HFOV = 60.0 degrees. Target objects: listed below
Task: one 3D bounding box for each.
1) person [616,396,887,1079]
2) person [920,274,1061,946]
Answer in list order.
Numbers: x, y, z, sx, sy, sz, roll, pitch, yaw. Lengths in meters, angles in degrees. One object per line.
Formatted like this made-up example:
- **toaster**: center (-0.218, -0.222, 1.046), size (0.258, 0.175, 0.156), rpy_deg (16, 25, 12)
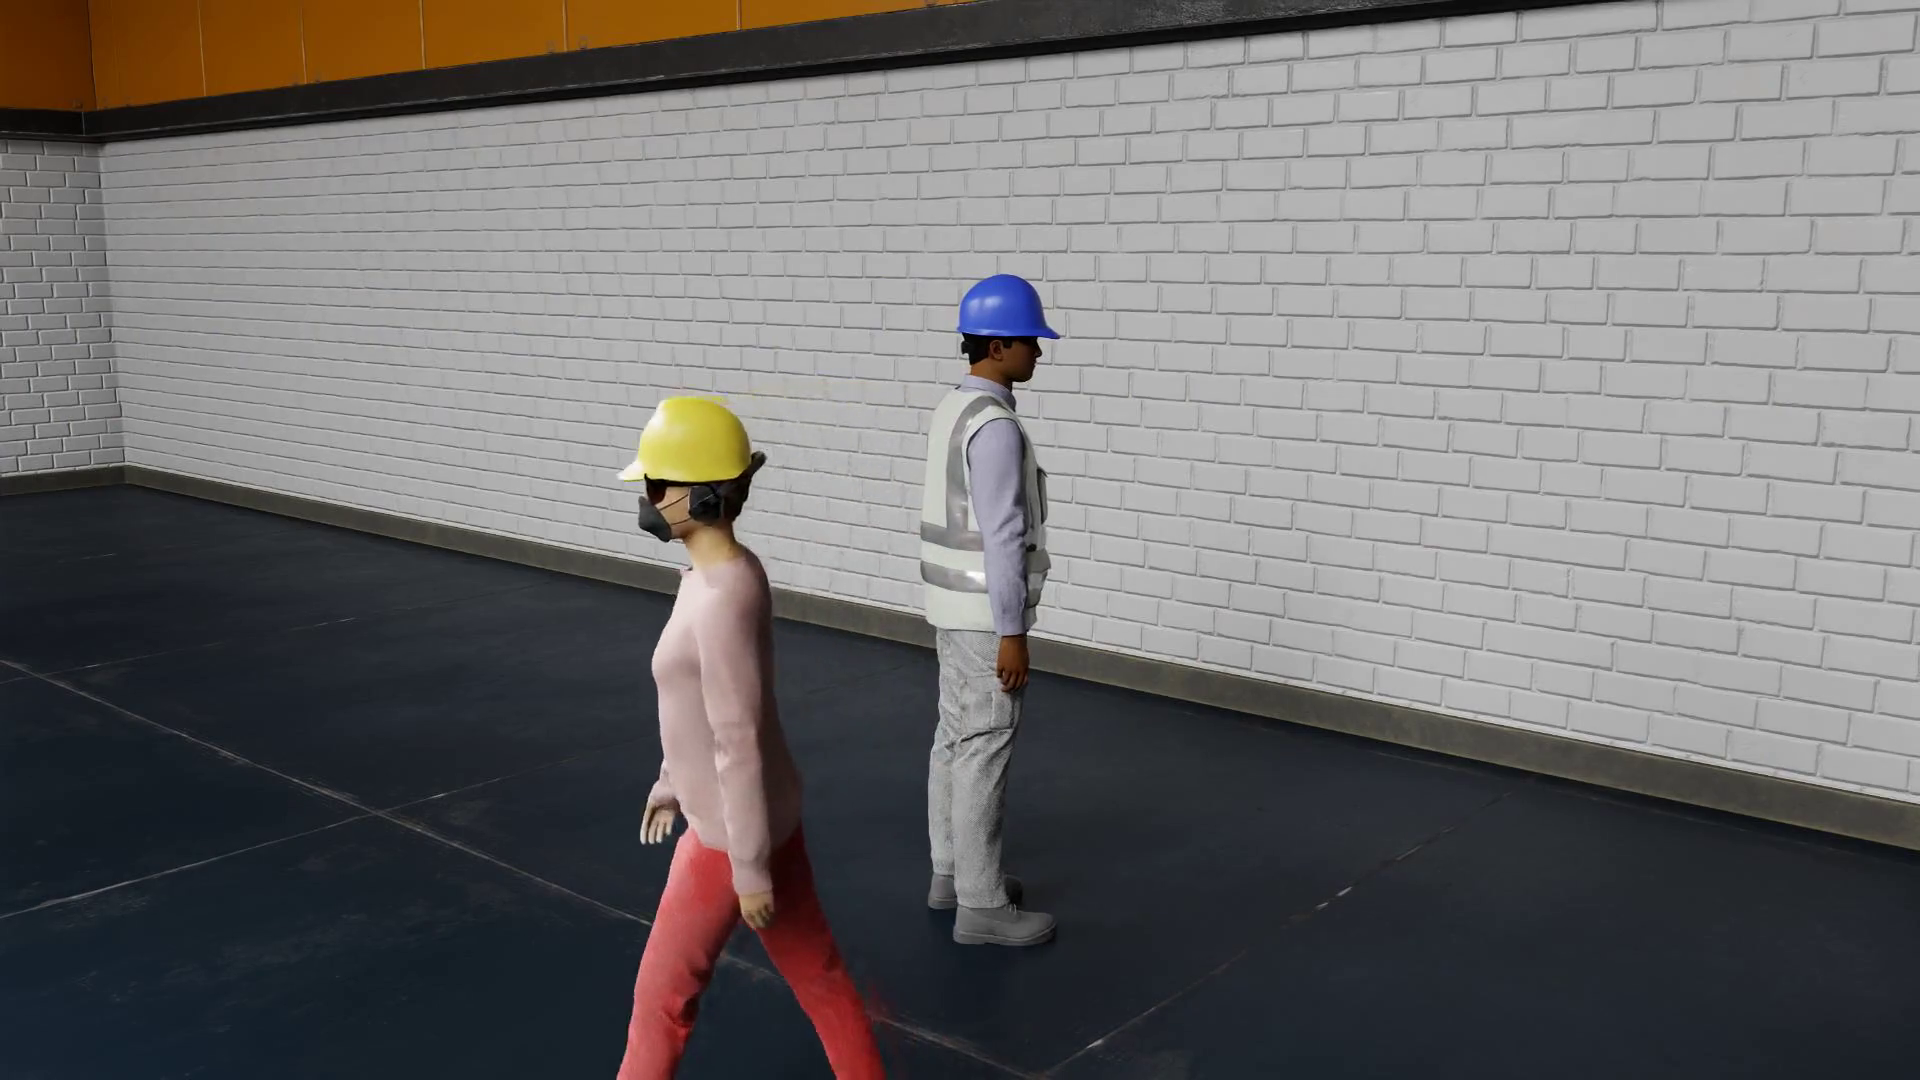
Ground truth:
- **person**: center (-0.528, 0.574, 3.399), size (0.909, 1.724, 0.522), rpy_deg (-1, 10, -3)
- **person**: center (0.087, 0.202, 4.895), size (0.405, 1.945, 0.615), rpy_deg (-2, 10, -14)
